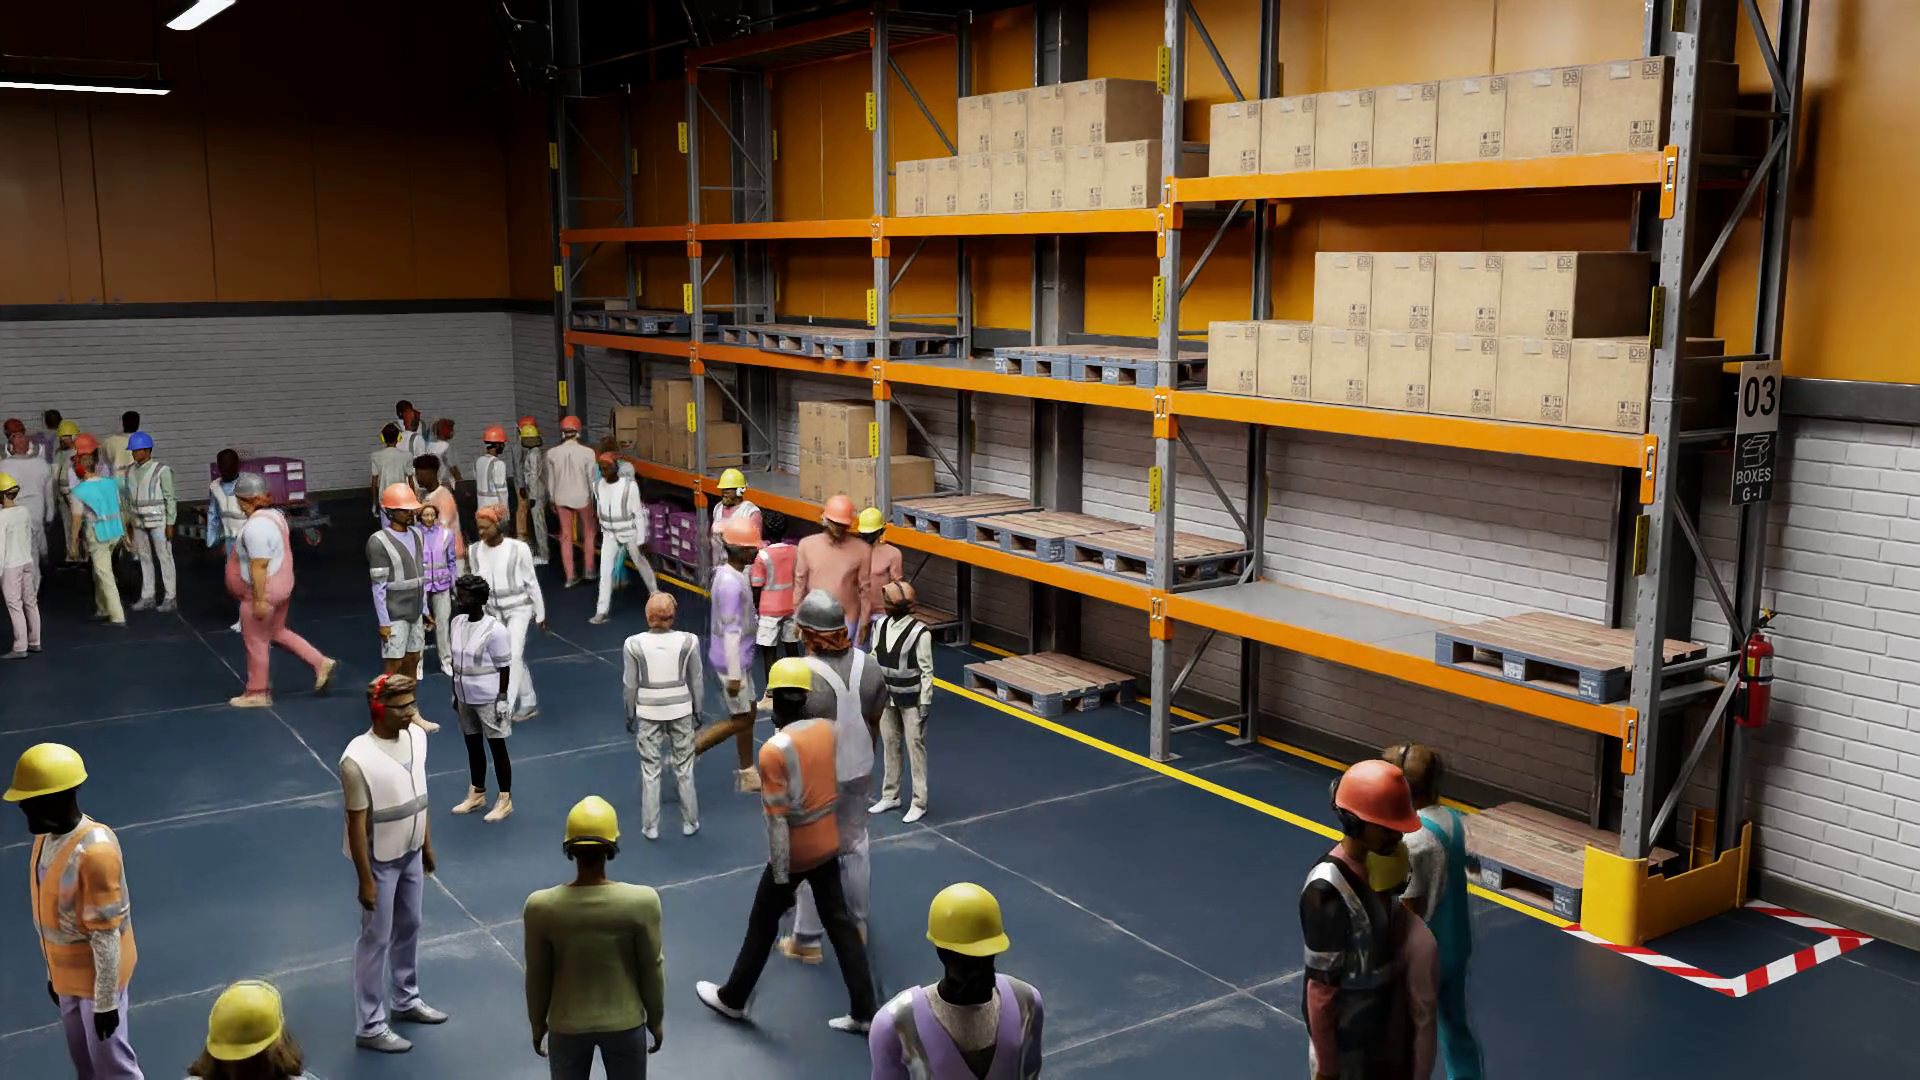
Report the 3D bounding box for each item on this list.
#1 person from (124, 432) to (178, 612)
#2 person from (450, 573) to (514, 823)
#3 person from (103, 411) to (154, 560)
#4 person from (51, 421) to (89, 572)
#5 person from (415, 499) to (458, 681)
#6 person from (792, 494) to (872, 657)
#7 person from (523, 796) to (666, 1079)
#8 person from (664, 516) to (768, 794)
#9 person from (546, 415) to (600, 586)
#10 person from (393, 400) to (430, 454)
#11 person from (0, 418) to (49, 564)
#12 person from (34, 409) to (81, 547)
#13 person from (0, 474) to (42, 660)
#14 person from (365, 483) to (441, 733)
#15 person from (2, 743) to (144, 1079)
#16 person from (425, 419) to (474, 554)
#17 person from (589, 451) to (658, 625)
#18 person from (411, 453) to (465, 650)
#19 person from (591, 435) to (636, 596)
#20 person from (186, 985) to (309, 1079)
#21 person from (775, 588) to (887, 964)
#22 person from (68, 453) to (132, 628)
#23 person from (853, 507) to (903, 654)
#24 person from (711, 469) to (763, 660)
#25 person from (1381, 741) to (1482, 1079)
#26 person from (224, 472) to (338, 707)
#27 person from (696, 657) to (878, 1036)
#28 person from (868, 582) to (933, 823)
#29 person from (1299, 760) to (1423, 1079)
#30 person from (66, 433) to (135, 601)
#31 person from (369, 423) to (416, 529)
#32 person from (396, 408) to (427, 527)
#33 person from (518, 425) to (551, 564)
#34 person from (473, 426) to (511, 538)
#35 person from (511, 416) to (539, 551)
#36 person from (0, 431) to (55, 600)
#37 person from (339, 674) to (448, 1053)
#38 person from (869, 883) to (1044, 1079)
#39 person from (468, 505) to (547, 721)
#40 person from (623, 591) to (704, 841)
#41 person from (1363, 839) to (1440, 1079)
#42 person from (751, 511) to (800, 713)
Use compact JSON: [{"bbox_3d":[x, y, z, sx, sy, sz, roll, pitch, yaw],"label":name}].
[{"bbox_3d":[-8.686,-0.193,17.821,0.612,1.946,0.405,3,10,17],"label":"person"},{"bbox_3d":[-3.238,1.058,11.213,0.540,1.695,0.317,6,11,32],"label":"person"},{"bbox_3d":[-10.381,-0.663,20.780,0.599,1.891,0.522,-1,10,-4],"label":"person"},{"bbox_3d":[-10.743,-0.530,20.140,0.587,1.833,0.404,3,10,16],"label":"person"},{"bbox_3d":[-4.788,0.441,15.017,0.512,1.637,0.307,-6,11,-31],"label":"person"},{"bbox_3d":[-0.993,0.597,13.086,0.647,1.981,0.620,1,10,7],"label":"person"},{"bbox_3d":[-1.395,1.849,6.399,0.529,1.759,0.342,-1,10,-8],"label":"person"},{"bbox_3d":[-1.659,0.833,11.621,0.756,2.018,0.620,-1,10,-8],"label":"person"},{"bbox_3d":[-4.479,-0.472,19.390,0.628,1.965,0.740,1,10,3],"label":"person"},{"bbox_3d":[-7.611,-1.006,22.907,0.429,1.844,0.627,8,13,39],"label":"person"},{"bbox_3d":[-11.393,-0.554,20.197,0.578,1.857,0.620,-8,13,-40],"label":"person"},{"bbox_3d":[-11.964,-0.824,21.966,0.516,1.813,0.951,0,10,-1],"label":"person"},{"bbox_3d":[-8.976,0.251,15.753,0.313,1.769,0.525,0,10,2],"label":"person"},{"bbox_3d":[-4.368,0.565,13.094,0.374,2.044,0.605,3,10,17],"label":"person"},{"bbox_3d":[-3.514,1.732,6.635,0.583,1.917,0.407,8,13,40],"label":"person"},{"bbox_3d":[-6.378,-0.615,20.776,0.948,1.784,0.567,-7,12,-35],"label":"person"},{"bbox_3d":[-3.539,-0.072,17.591,0.600,1.806,1.139,4,10,20],"label":"person"},{"bbox_3d":[-5.054,0.143,15.900,0.837,1.930,0.631,-8,12,-39],"label":"person"},{"bbox_3d":[-3.906,-0.281,18.818,0.559,1.808,0.905,2,10,9],"label":"person"},{"bbox_3d":[-2.073,2.106,4.960,0.498,1.725,0.500,-1,10,-3],"label":"person"},{"bbox_3d":[-0.767,1.257,9.038,0.683,2.000,0.537,-9,13,-43],"label":"person"},{"bbox_3d":[-8.864,0.011,17.018,0.700,1.810,0.596,2,10,13],"label":"person"},{"bbox_3d":[-0.725,0.599,13.720,0.524,1.764,0.323,3,10,18],"label":"person"},{"bbox_3d":[-2.120,0.241,15.610,0.588,1.834,0.403,7,12,35],"label":"person"},{"bbox_3d":[1.885,1.733,6.983,0.540,1.806,0.748,-9,13,-44],"label":"person"},{"bbox_3d":[-5.803,0.396,14.093,0.784,2.000,0.696,-1,10,-6],"label":"person"},{"bbox_3d":[-0.808,1.502,8.152,1.000,1.853,0.593,6,11,32],"label":"person"},{"bbox_3d":[-0.398,1.085,11.231,0.522,1.636,0.309,8,13,40],"label":"person"},{"bbox_3d":[1.458,1.772,6.076,0.407,2.029,0.608,6,12,33],"label":"person"},{"bbox_3d":[-9.514,-0.253,18.349,0.499,1.888,0.602,6,11,32],"label":"person"},{"bbox_3d":[-6.663,-0.442,19.560,0.502,1.861,0.328,-3,10,-19],"label":"person"},{"bbox_3d":[-6.952,-0.730,21.156,0.572,1.887,0.356,6,11,31],"label":"person"},{"bbox_3d":[-5.287,-0.564,20.634,0.335,1.737,0.487,-2,10,-11],"label":"person"},{"bbox_3d":[-5.185,-0.313,18.598,0.548,1.929,0.389,9,13,43],"label":"person"},{"bbox_3d":[-5.612,-0.734,21.589,0.337,1.743,0.563,0,10,0],"label":"person"},{"bbox_3d":[-10.335,-0.259,18.383,0.753,1.887,0.657,6,12,33],"label":"person"},{"bbox_3d":[-2.763,1.535,8.028,0.388,1.836,0.562,3,10,15],"label":"person"},{"bbox_3d":[0.007,1.980,5.123,0.588,1.930,0.358,-5,11,-28],"label":"person"},{"bbox_3d":[-3.688,0.630,13.354,0.600,1.829,0.905,4,11,24],"label":"person"},{"bbox_3d":[-1.929,1.148,10.858,0.523,1.638,0.310,-2,10,-12],"label":"person"},{"bbox_3d":[1.530,1.889,6.195,0.390,1.748,0.566,-6,11,-32],"label":"person"},{"bbox_3d":[-1.525,0.596,13.952,0.536,1.693,0.319,-9,13,-43],"label":"person"}]
